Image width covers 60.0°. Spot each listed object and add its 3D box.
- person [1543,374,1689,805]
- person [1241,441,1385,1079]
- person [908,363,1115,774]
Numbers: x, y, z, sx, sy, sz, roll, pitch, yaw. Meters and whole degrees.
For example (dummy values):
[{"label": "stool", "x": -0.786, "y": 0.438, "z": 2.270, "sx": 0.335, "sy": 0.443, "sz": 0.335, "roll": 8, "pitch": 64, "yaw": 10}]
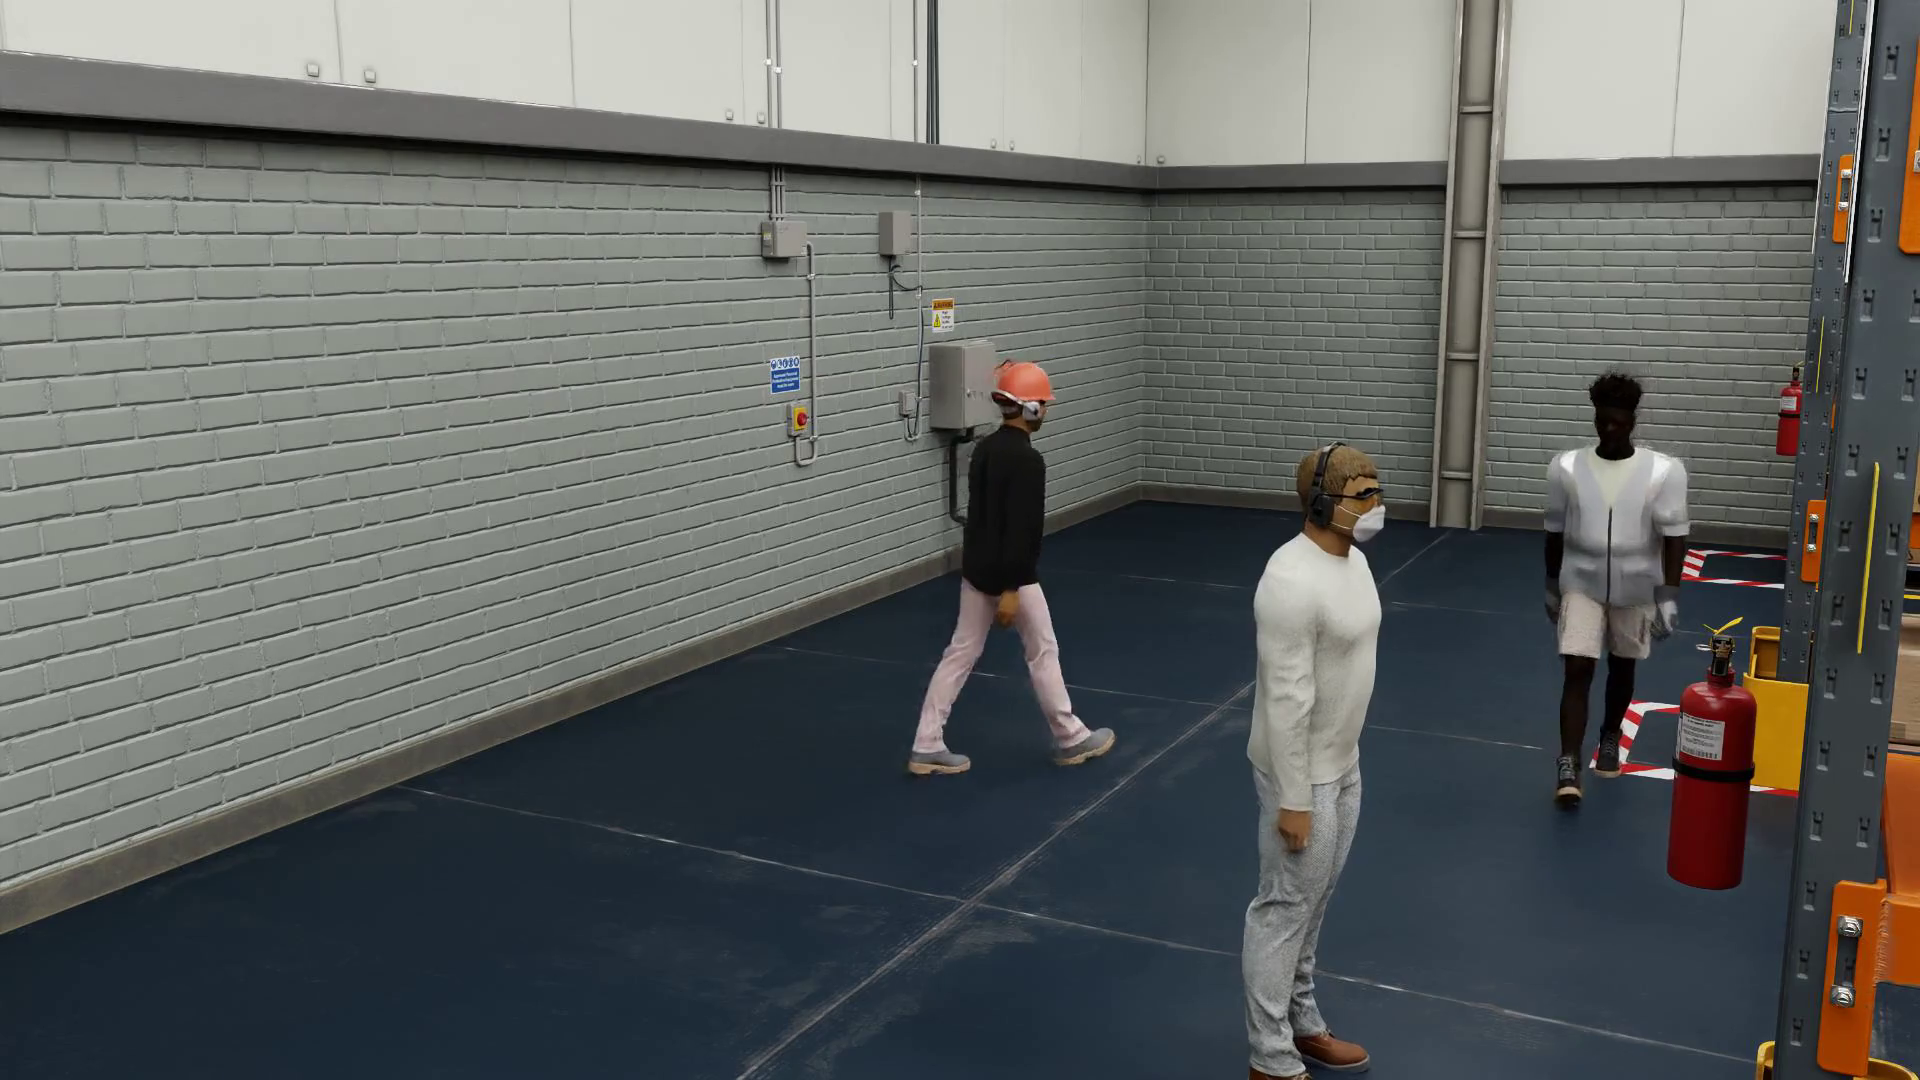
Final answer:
[{"label": "person", "x": 2.911, "y": 0.215, "z": 7.437, "sx": 0.618, "sy": 1.899, "sz": 1.041, "roll": 4, "pitch": 11, "yaw": 23}, {"label": "person", "x": 1.035, "y": 0.676, "z": 4.837, "sx": 0.377, "sy": 1.940, "sz": 0.628, "roll": 6, "pitch": 12, "yaw": 29}, {"label": "person", "x": 0.213, "y": 0.145, "z": 7.776, "sx": 1.041, "sy": 1.933, "sz": 0.644, "roll": -6, "pitch": 12, "yaw": -29}]
